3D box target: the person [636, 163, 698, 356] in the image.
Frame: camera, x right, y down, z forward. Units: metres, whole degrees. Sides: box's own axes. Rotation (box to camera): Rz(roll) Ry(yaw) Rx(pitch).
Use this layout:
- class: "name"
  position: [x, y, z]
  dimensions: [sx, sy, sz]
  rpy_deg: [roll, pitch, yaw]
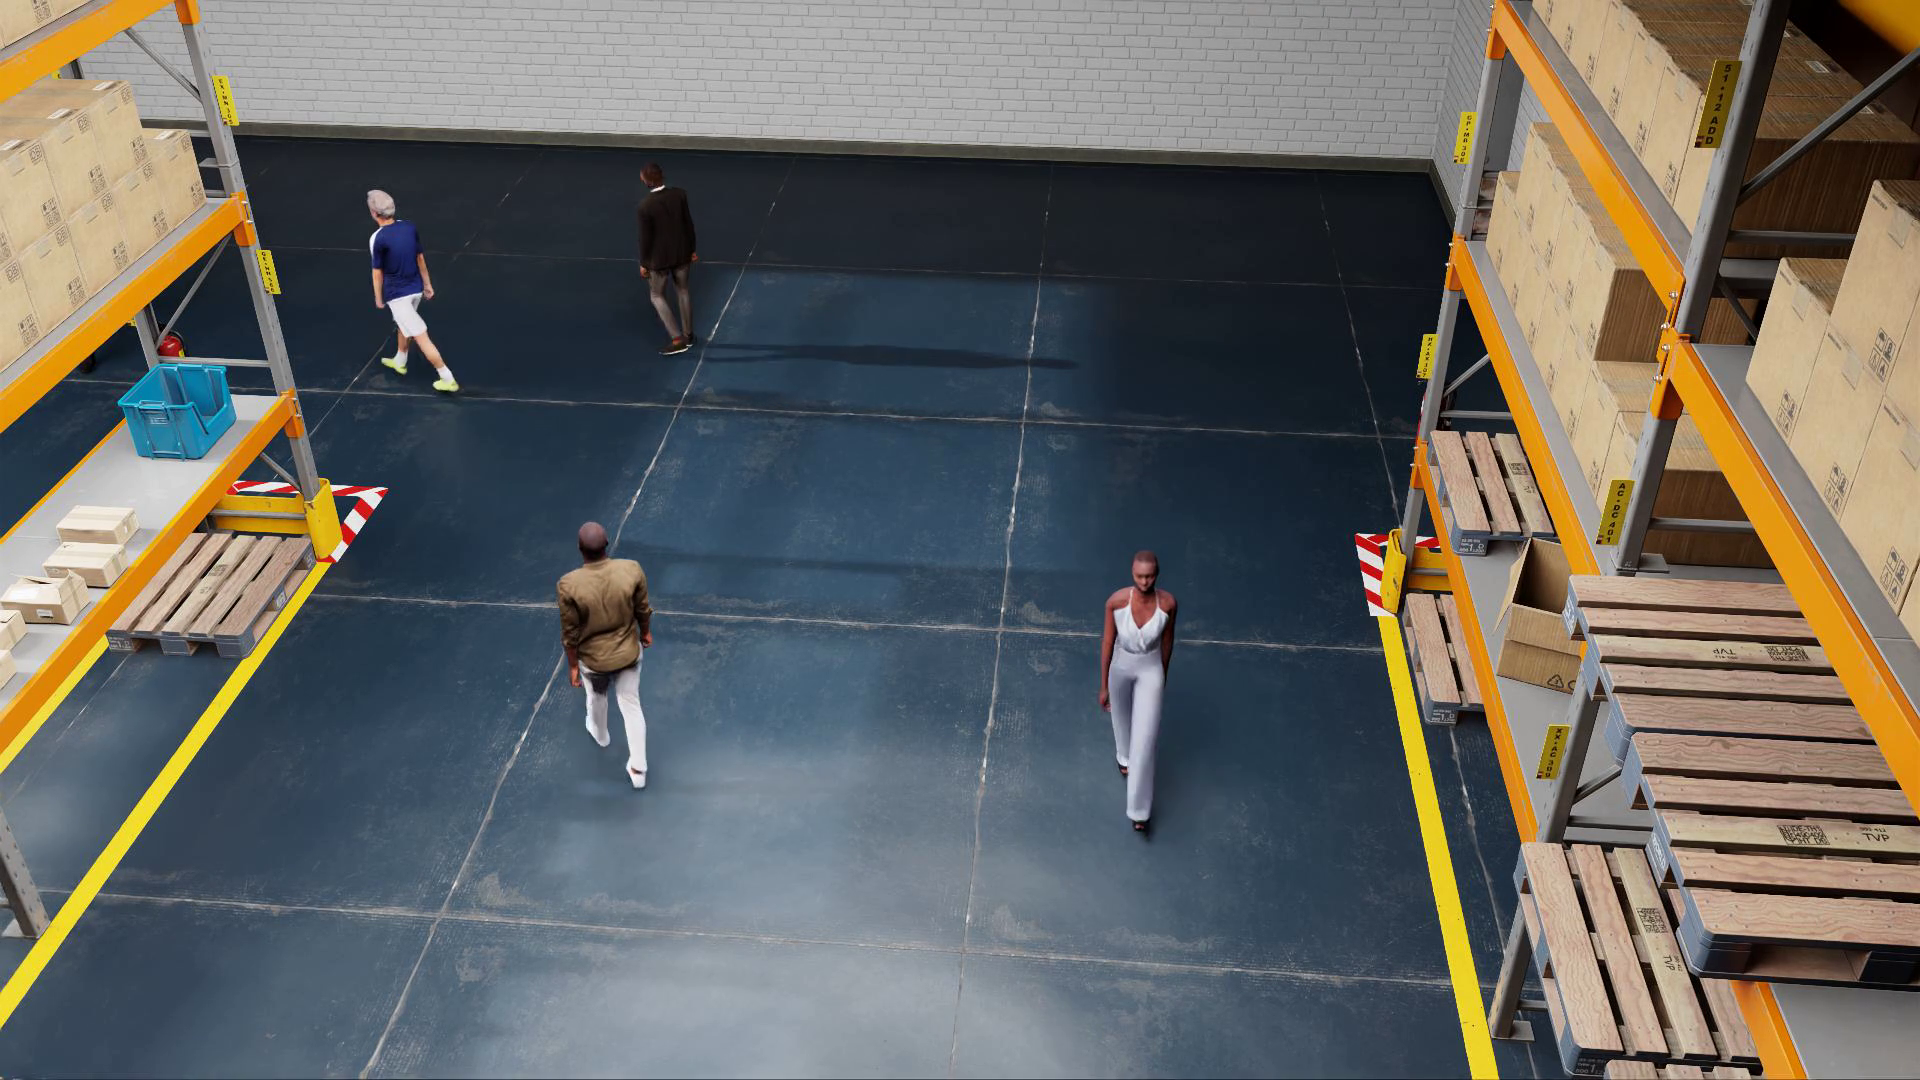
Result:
- class: "person"
  position: [-2.599, -2.526, 14.889]
  dimensions: [0.877, 1.790, 0.928]
  rpy_deg: [-14, 36, -20]

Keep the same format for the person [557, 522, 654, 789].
- class: "person"
  position: [-2.074, 0.740, 9.968]
  dimensions: [1.013, 1.797, 1.138]
  rpy_deg: [-14, 36, -20]

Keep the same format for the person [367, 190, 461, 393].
- class: "person"
  position: [-4.681, -2.068, 14.206]
  dimensions: [0.985, 1.783, 1.216]
  rpy_deg: [16, 37, 22]

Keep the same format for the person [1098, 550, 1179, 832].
- class: "person"
  position: [1.037, 0.769, 9.969]
  dimensions: [0.579, 1.748, 0.995]
  rpy_deg: [4, 34, 5]
